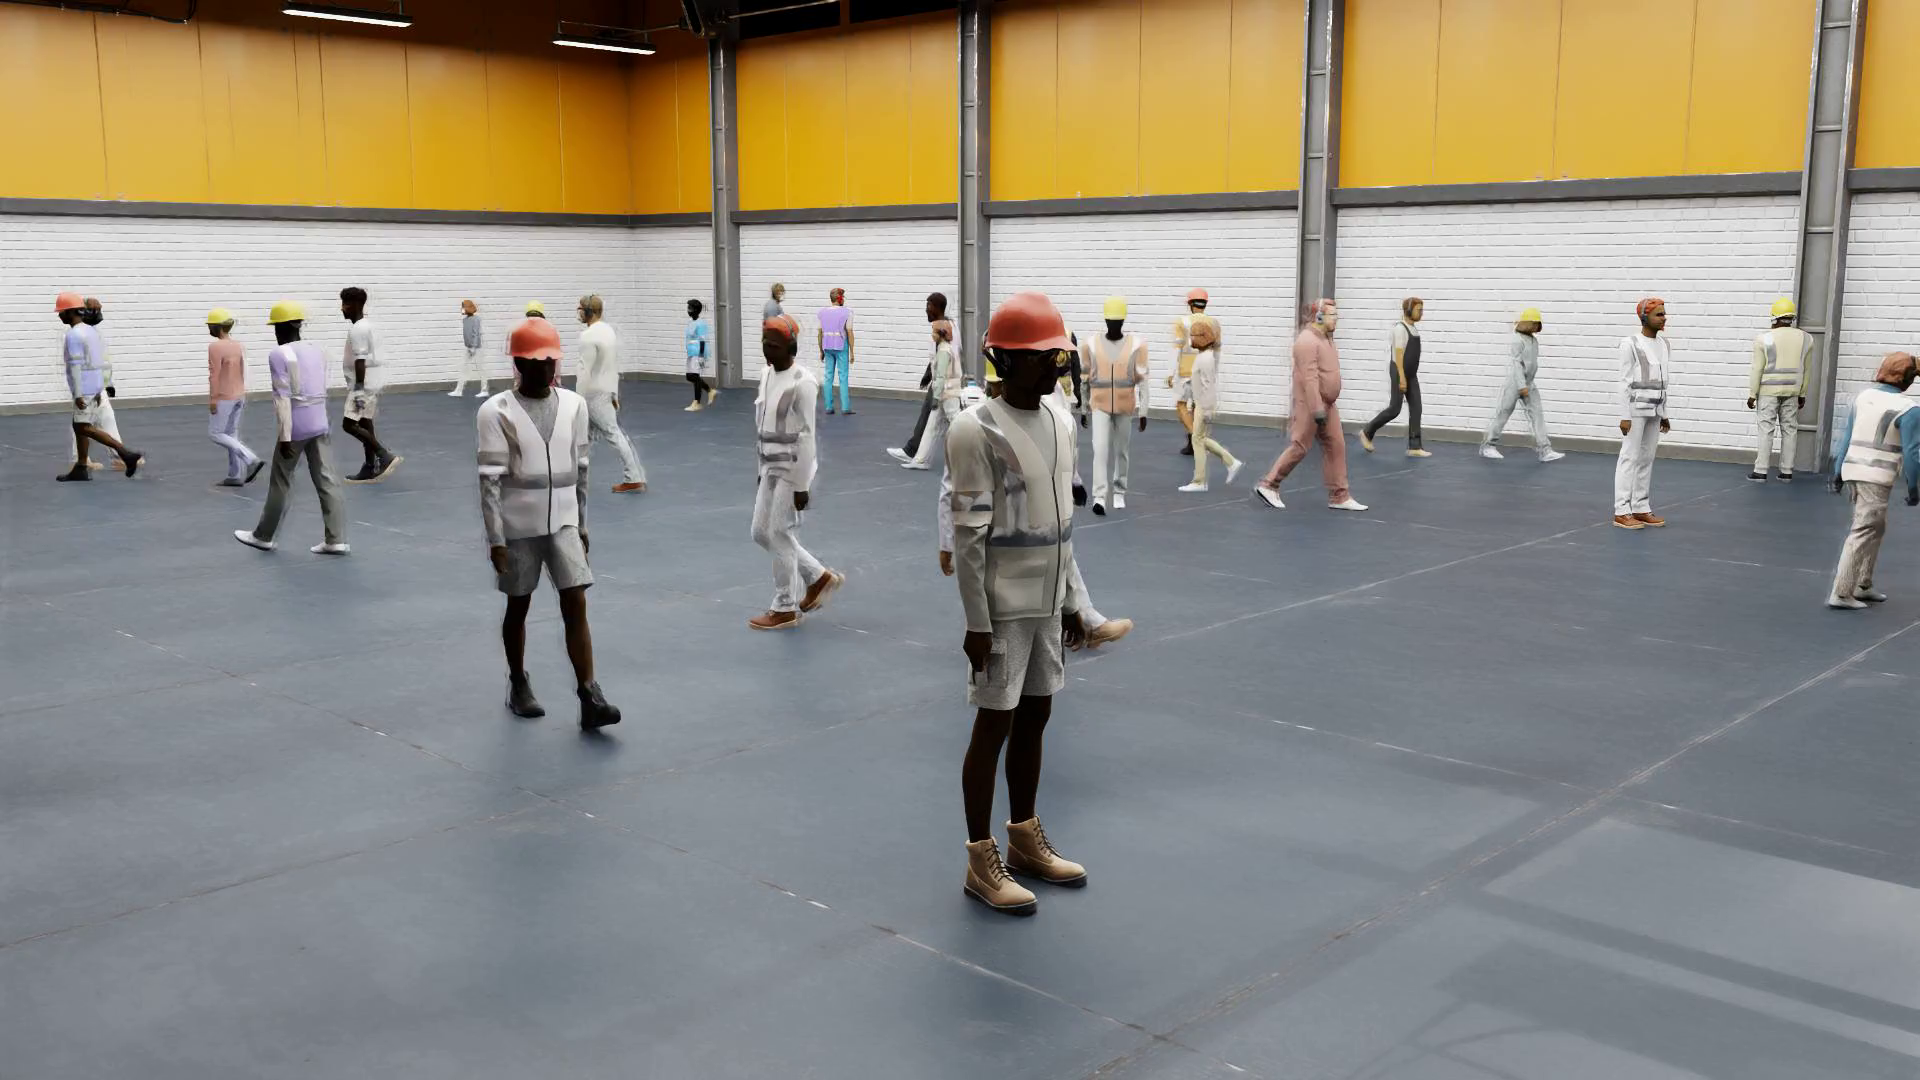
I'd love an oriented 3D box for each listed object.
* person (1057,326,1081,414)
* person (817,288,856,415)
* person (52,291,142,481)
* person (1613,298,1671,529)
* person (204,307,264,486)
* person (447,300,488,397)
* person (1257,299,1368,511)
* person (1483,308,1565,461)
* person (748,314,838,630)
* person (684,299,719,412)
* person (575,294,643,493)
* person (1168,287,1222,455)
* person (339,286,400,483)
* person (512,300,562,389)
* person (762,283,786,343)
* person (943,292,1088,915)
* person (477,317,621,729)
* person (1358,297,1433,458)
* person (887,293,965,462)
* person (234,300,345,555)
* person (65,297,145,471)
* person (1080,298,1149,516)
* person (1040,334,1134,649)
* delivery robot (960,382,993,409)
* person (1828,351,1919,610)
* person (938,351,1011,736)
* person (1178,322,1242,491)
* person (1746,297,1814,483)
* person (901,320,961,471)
[{"bbox_3d":[0.851,-1.438,16.357,0.674,1.811,0.737,-1,9,-7],"label":"person"},{"bbox_3d":[-1.808,-2.737,24.206,0.564,1.840,0.393,4,10,21],"label":"person"},{"bbox_3d":[-8.613,-1.512,16.522,0.799,1.908,0.542,-1,9,-7],"label":"person"},{"bbox_3d":[5.608,-1.034,13.631,0.576,1.884,0.354,-6,11,-33],"label":"person"},{"bbox_3d":[-7.039,-1.369,16.082,0.480,1.751,0.539,1,9,4],"label":"person"},{"bbox_3d":[-8.125,-3.143,27.410,0.517,1.603,0.755,8,12,40],"label":"person"},{"bbox_3d":[3.099,-1.189,14.640,0.934,1.868,0.641,6,11,34],"label":"person"},{"bbox_3d":[6.251,-1.719,18.425,0.489,1.692,0.946,-7,12,-36],"label":"person"},{"bbox_3d":[-0.975,-0.392,9.754,0.490,1.865,0.619,-5,11,-30],"label":"person"},{"bbox_3d":[-3.875,-2.752,24.757,0.509,1.683,0.547,-5,10,-27],"label":"person"},{"bbox_3d":[-3.461,-1.366,15.678,1.009,1.885,0.647,1,9,4],"label":"person"},{"bbox_3d":[2.638,-1.880,18.706,0.655,1.917,0.697,-3,10,-15],"label":"person"},{"bbox_3d":[-5.868,-1.516,16.368,0.455,1.953,0.639,-2,9,-9],"label":"person"},{"bbox_3d":[-4.776,-1.817,18.809,0.547,1.764,0.337,-2,9,-12],"label":"person"},{"bbox_3d":[-2.858,-3.053,25.954,0.510,1.902,0.644,0,9,1],"label":"person"},{"bbox_3d":[0.217,0.203,5.560,0.370,2.044,0.608,7,12,37],"label":"person"},{"bbox_3d":[-1.897,-0.060,7.626,0.568,1.890,0.946,-7,11,-35],"label":"person"},{"bbox_3d":[4.963,-1.845,18.838,0.820,1.818,0.516,9,13,43],"label":"person"},{"bbox_3d":[-0.240,-1.765,18.198,1.049,1.856,0.601,1,9,6],"label":"person"},{"bbox_3d":[-4.986,-0.831,12.368,0.941,1.878,0.619,3,10,19],"label":"person"},{"bbox_3d":[-8.973,-1.624,17.452,0.833,1.811,0.661,-3,10,-16],"label":"person"},{"bbox_3d":[1.337,-1.154,14.424,0.596,1.865,1.007,1,9,6],"label":"person"},{"bbox_3d":[0.510,-0.292,9.344,0.941,1.790,0.637,2,9,11],"label":"person"},{"bbox_3d":[0.166,-1.948,23.000,0.707,0.478,0.477,6,11,30],"label":"delivery robot"},{"bbox_3d":[5.697,-0.359,10.290,0.597,1.608,0.528,-2,9,-10],"label":"person"},{"bbox_3d":[0.213,-0.044,7.867,0.612,1.791,0.933,1,9,4],"label":"person"},{"bbox_3d":[2.386,-1.262,15.795,0.525,1.619,0.523,1,9,7],"label":"person"},{"bbox_3d":[8.118,-1.481,16.514,0.591,1.837,0.403,0,9,-1],"label":"person"},{"bbox_3d":[-0.151,-1.492,17.331,0.879,1.592,0.538,0,9,-1],"label":"person"}]
